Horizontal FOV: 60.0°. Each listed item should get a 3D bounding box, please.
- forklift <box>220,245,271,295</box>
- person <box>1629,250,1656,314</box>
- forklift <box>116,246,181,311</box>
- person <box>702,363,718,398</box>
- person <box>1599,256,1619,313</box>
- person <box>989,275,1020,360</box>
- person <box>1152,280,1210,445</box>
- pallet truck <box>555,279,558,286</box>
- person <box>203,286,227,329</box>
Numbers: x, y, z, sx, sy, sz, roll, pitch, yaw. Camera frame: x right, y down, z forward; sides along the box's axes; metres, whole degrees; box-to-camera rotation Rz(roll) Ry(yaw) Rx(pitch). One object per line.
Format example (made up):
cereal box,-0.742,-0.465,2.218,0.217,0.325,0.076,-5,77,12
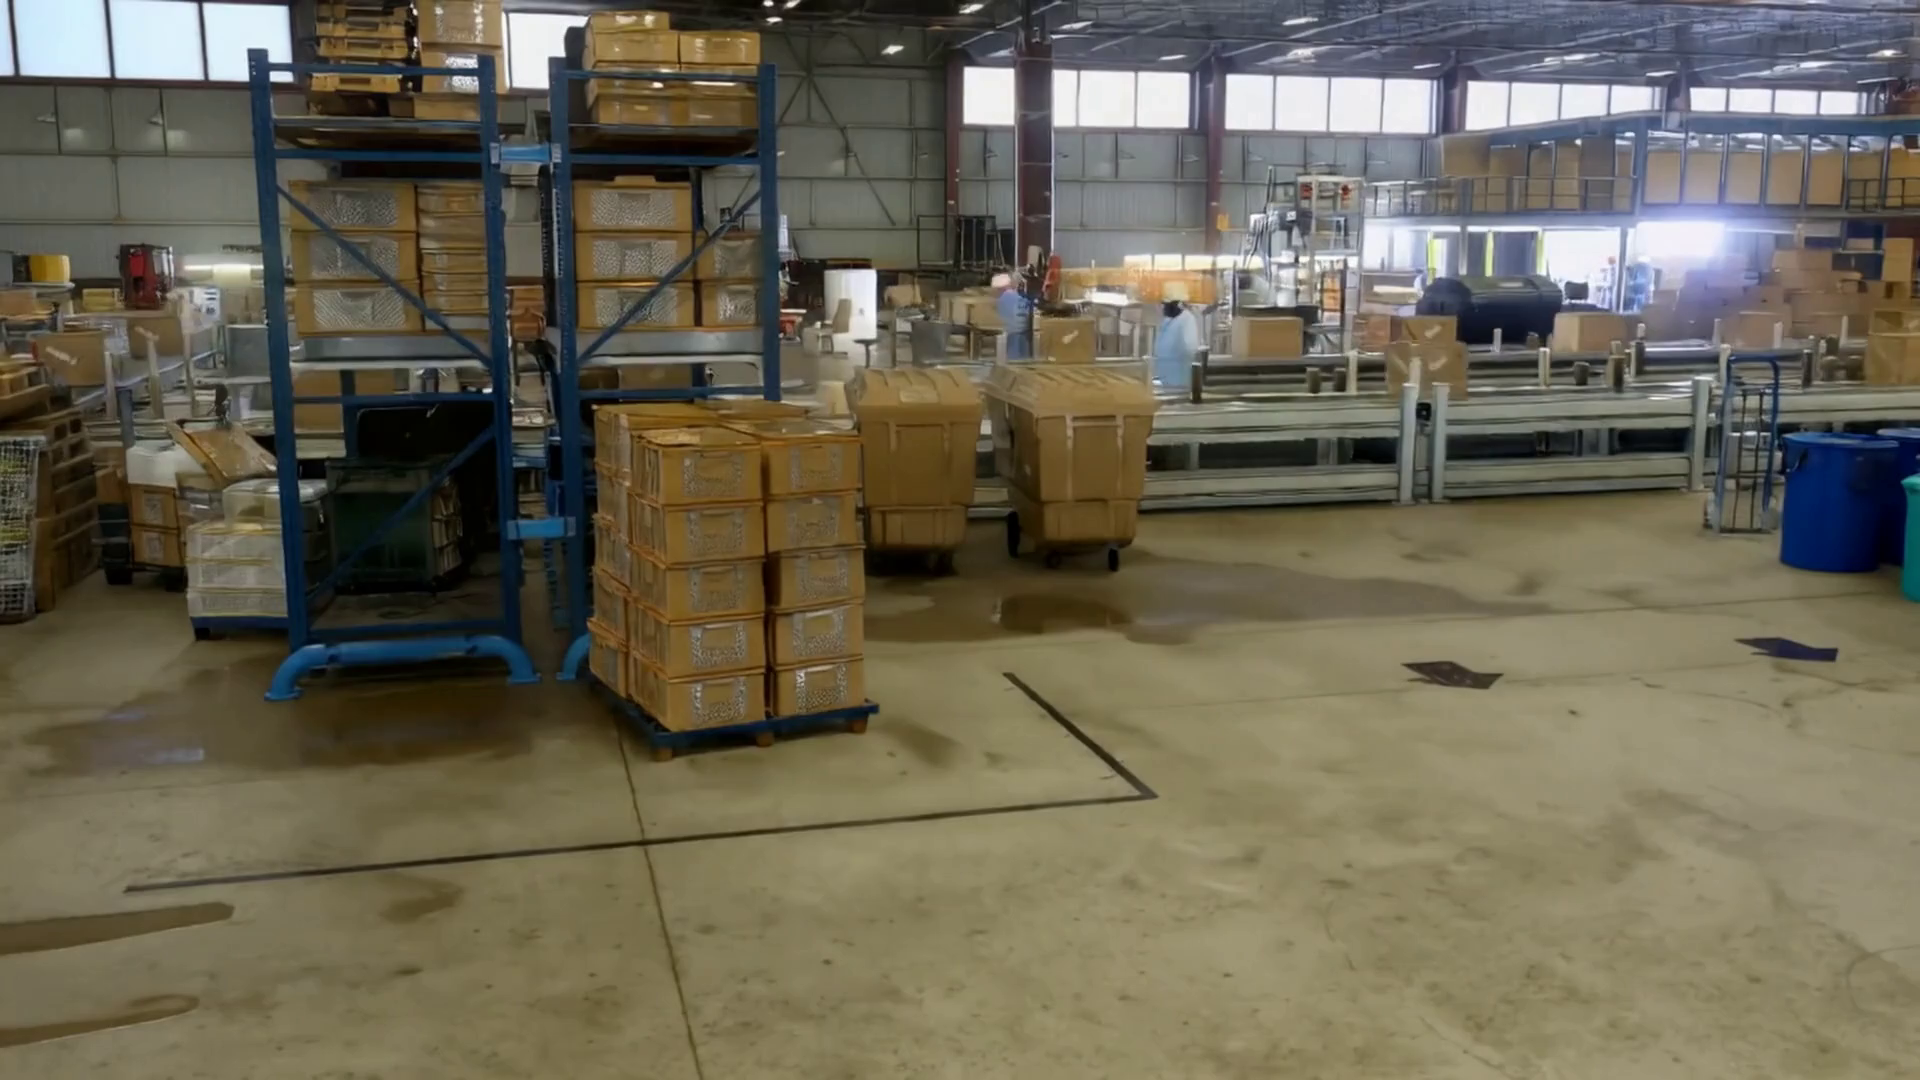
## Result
forklift,-17.749,-6.334,41.440,1.157,1.987,2.680,-3,10,-17
person,17.006,-6.209,41.512,0.609,2.034,0.397,2,10,13
forklift,-19.966,-6.232,40.894,1.157,1.987,2.680,-3,10,-15
person,-2.396,-1.442,15.584,0.861,1.644,0.551,-6,12,-31
person,19.314,-7.534,49.560,0.589,1.848,0.958,-2,10,-10
person,0.573,-2.880,23.541,0.821,1.719,0.542,7,12,34
person,2.107,-1.575,15.892,0.614,1.810,0.604,-3,10,-15
pallet truck,-10.604,-6.375,44.520,0.653,1.274,1.630,-3,10,-15
person,-16.611,-5.344,37.192,0.600,1.827,0.403,4,11,21
